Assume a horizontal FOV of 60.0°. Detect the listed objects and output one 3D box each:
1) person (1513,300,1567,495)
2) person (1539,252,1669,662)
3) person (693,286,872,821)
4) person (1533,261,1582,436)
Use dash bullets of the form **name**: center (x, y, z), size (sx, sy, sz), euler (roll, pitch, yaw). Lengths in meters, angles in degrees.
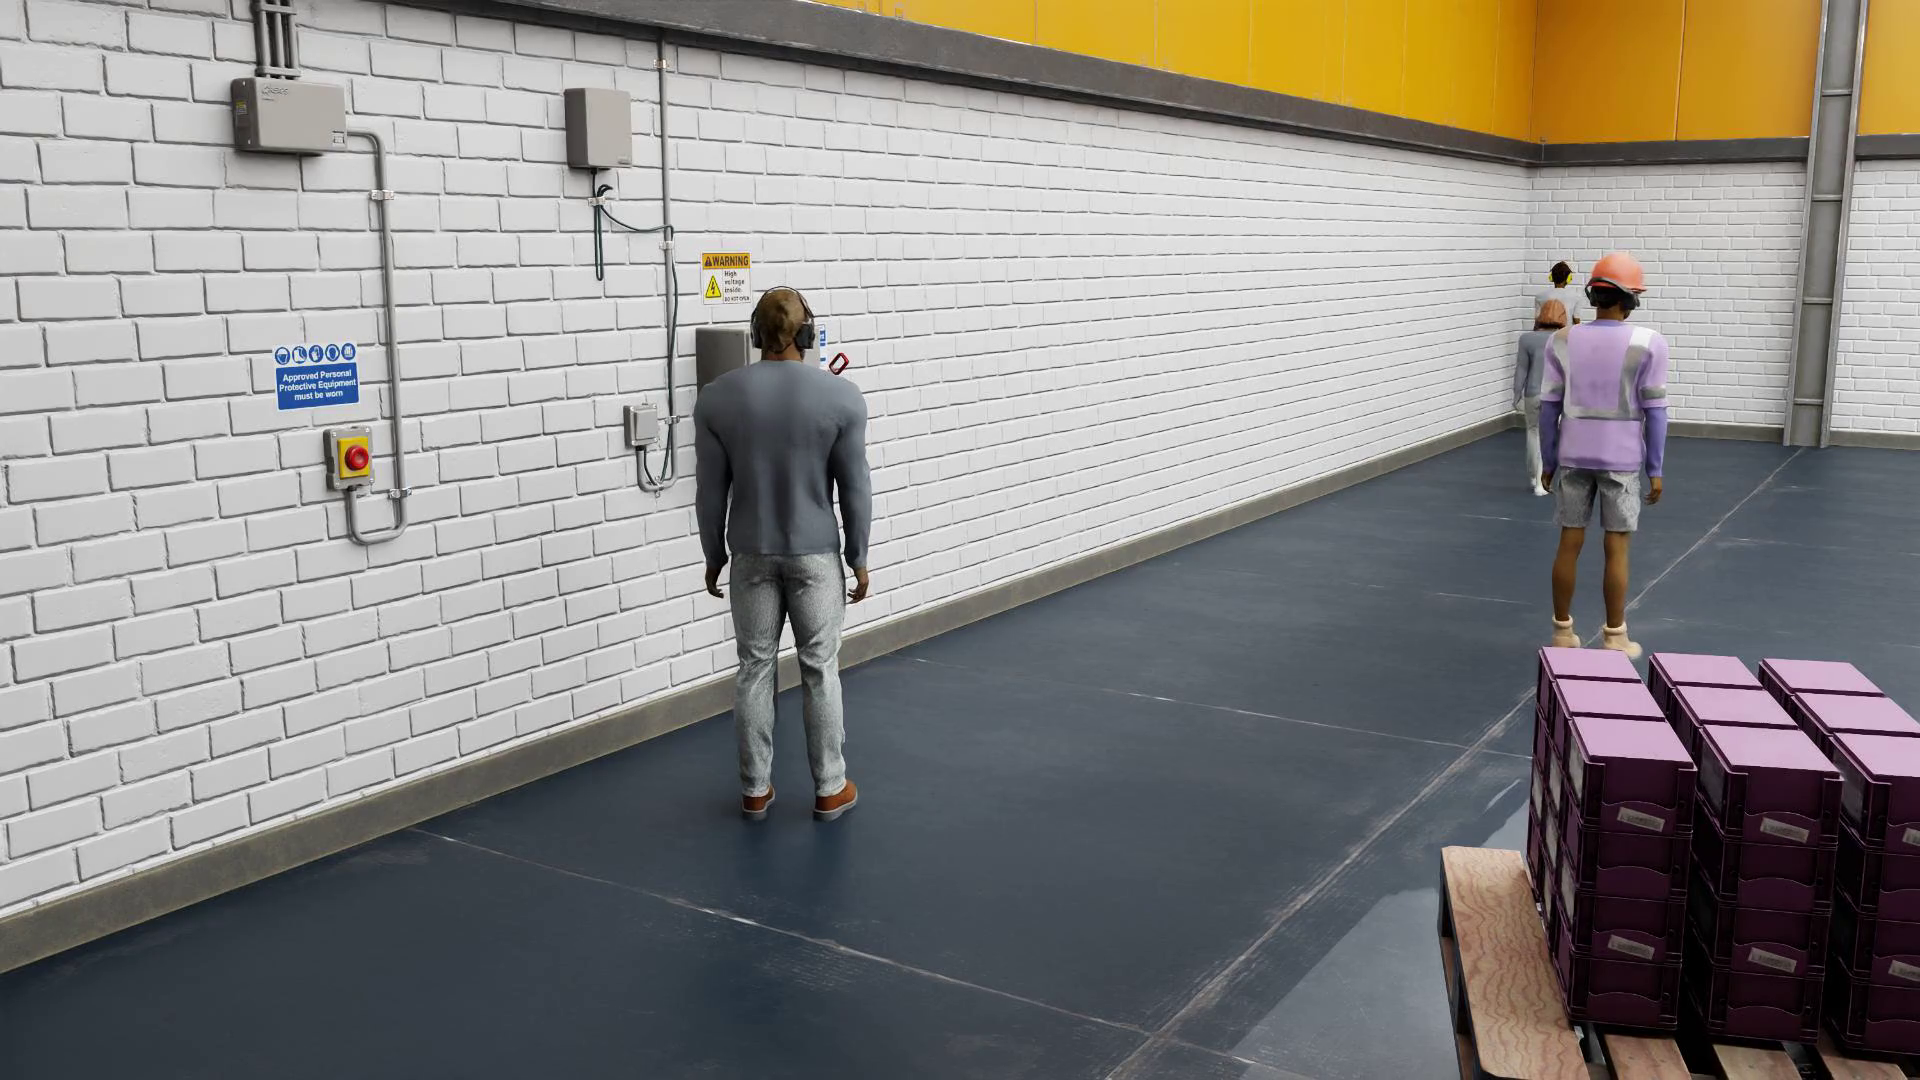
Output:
- **person**: center (4.927, -1.196, 13.917), size (0.526, 1.594, 0.800), euler (6, 12, 31)
- **person**: center (3.208, -0.404, 8.300), size (0.614, 2.040, 0.391), euler (9, 13, 40)
- **person**: center (-0.630, 0.061, 6.016), size (0.635, 1.936, 0.353), euler (1, 10, 4)
- **person**: center (6.416, -2.048, 17.901), size (0.520, 1.869, 0.333), euler (5, 11, 26)
